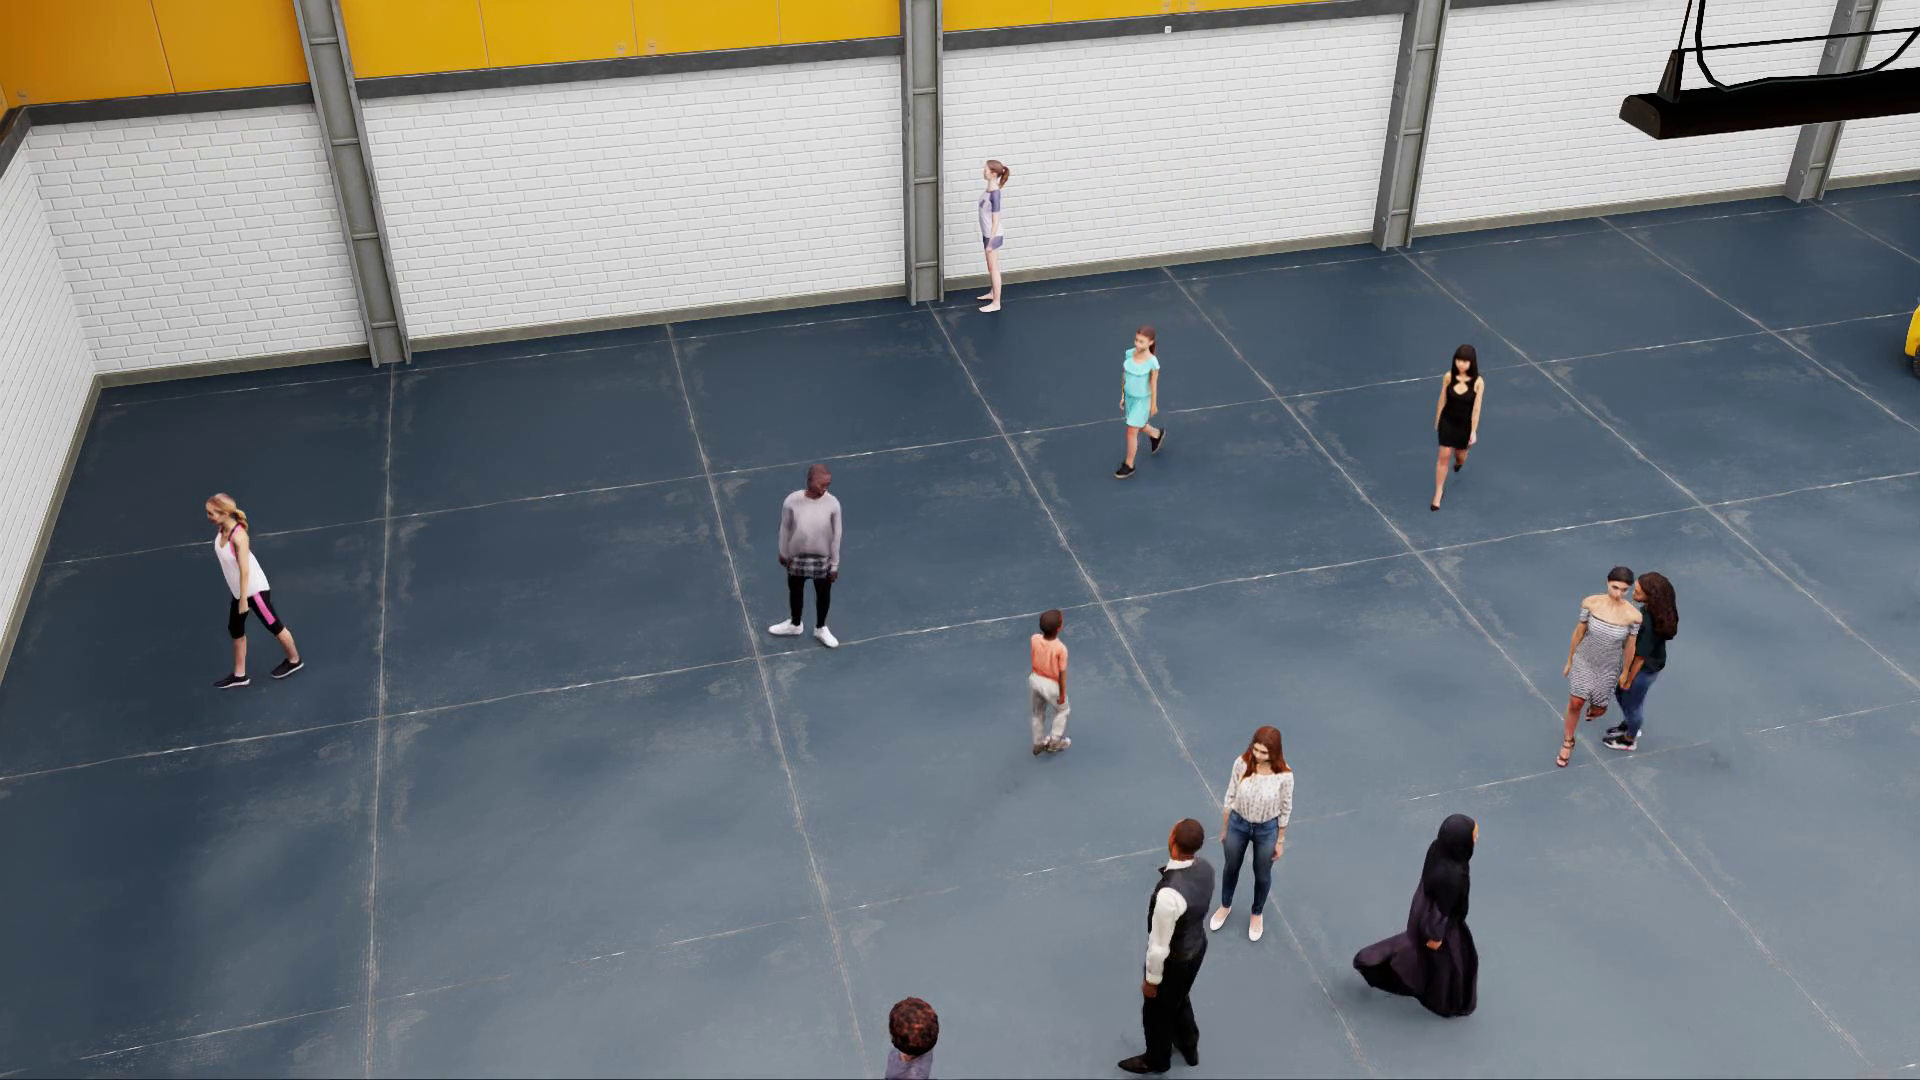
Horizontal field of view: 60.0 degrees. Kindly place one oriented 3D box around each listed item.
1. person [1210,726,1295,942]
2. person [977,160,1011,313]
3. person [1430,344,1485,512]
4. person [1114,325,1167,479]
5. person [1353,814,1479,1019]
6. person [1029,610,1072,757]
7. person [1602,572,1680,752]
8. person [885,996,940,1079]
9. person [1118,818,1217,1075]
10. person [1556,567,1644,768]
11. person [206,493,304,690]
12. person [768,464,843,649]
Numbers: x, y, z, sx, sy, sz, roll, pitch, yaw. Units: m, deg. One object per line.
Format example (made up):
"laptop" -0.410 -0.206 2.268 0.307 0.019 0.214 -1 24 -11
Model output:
"person" 1.912 1.874 10.835 0.626 1.725 0.712 13 36 19
"person" 0.366 -3.461 18.823 0.632 1.768 0.625 -1 34 -2
"person" 4.613 -1.078 15.362 0.926 1.630 0.964 16 37 23
"person" 1.749 -1.362 15.868 1.025 1.542 0.789 -25 41 -32
"person" 2.881 2.305 10.300 1.115 1.599 0.886 5 34 7
"person" 0.615 1.097 12.387 0.584 1.299 0.640 21 39 28
"person" 5.140 0.944 12.343 0.733 1.603 0.702 8 34 12
"person" -0.147 3.120 8.993 1.156 1.688 0.889 5 34 8
"person" 1.251 2.457 9.803 0.922 1.896 0.863 9 35 13
"person" 4.707 0.889 12.244 0.871 1.805 0.945 21 39 28
"person" -5.484 0.360 13.075 1.033 1.766 0.874 -25 41 -33
"person" -1.259 0.105 13.473 0.673 1.750 0.942 7 34 11
